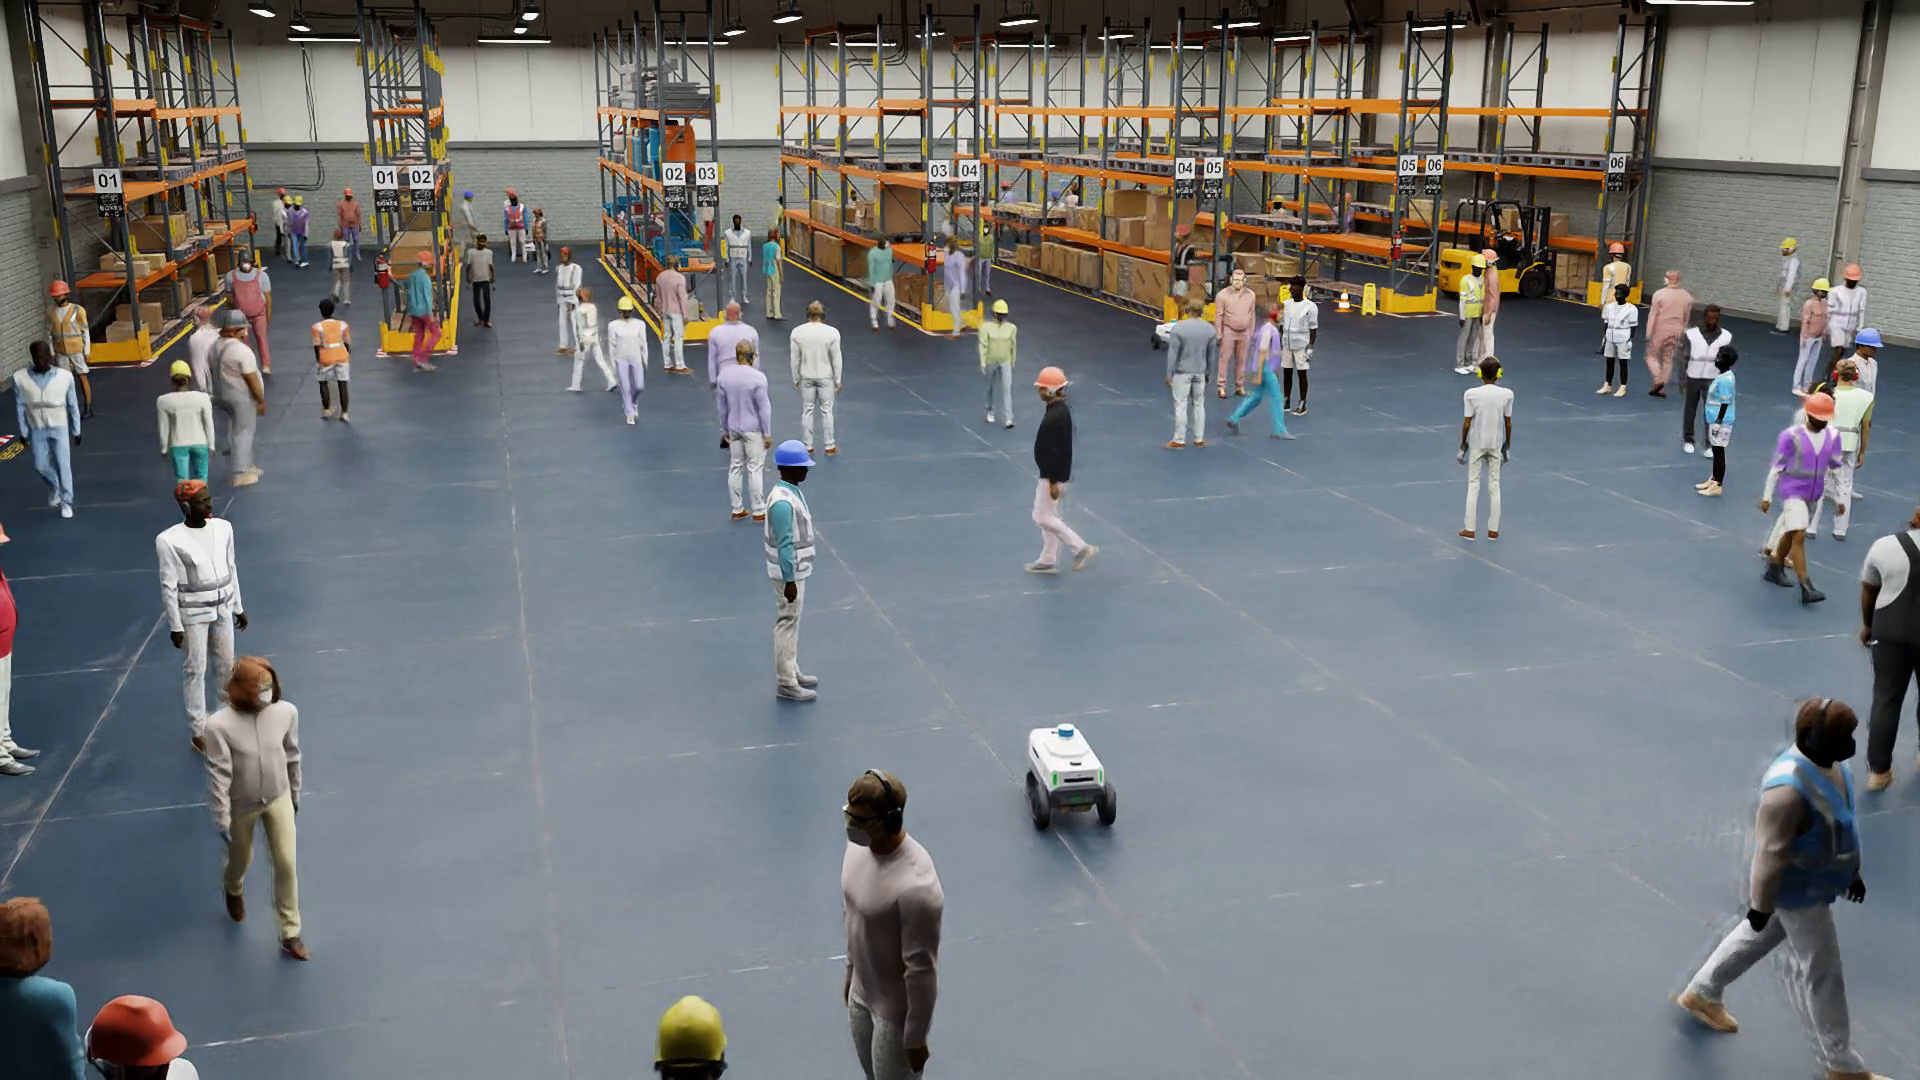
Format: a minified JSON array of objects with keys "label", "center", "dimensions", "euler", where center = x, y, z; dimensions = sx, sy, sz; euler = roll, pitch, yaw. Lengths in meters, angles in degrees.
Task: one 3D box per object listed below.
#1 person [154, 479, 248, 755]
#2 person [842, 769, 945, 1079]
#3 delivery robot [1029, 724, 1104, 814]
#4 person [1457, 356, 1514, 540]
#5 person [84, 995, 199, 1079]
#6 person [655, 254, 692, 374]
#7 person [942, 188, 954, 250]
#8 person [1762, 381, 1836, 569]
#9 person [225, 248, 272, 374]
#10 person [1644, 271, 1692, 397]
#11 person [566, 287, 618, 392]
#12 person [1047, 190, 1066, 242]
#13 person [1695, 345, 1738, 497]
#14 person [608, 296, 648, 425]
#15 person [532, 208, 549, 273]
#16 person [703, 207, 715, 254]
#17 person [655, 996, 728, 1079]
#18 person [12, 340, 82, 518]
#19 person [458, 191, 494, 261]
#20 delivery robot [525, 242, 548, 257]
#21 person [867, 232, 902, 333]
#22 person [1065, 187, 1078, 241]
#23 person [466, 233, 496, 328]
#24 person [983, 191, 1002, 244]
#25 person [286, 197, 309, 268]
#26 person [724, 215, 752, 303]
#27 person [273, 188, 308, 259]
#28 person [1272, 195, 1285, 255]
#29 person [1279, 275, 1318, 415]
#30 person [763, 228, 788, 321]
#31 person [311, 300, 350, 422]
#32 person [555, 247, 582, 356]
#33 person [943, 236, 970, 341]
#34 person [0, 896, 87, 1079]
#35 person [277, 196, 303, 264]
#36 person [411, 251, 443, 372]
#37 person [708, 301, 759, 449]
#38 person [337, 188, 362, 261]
[{"label":"person","center":[-5.124,0.511,11.312],"dimensions":[0.350,1.884,0.583],"euler":[8,17,27]},{"label":"person","center":[-0.272,1.783,6.448],"dimensions":[0.362,1.932,0.630],"euler":[-7,17,-26]},{"label":"delivery robot","center":[0.659,1.389,10.378],"dimensions":[0.477,0.478,0.707],"euler":[-2,15,-9]},{"label":"person","center":[5.277,-0.920,16.739],"dimensions":[0.521,1.865,0.327],"euler":[1,15,6]},{"label":"person","center":[-2.483,2.209,5.173],"dimensions":[0.325,1.752,0.559],"euler":[3,15,10]},{"label":"person","center":[-4.625,-3.645,26.859],"dimensions":[0.647,1.936,0.398],"euler":[10,18,34]},{"label":"person","center":[-0.257,-9.452,48.972],"dimensions":[0.536,1.809,0.658],"euler":[-7,17,-26]},{"label":"person","center":[7.940,-0.625,15.699],"dimensions":[0.400,1.826,0.634],"euler":[5,16,17]},{"label":"person","center":[-11.450,-3.688,26.813],"dimensions":[0.682,2.000,0.535],"euler":[-4,15,-14]},{"label":"person","center":[10.502,-3.054,24.746],"dimensions":[0.684,1.876,0.441],"euler":[-2,15,-9]},{"label":"person","center":[-5.588,-3.024,25.162],"dimensions":[0.842,1.603,0.533],"euler":[6,16,23]},{"label":"person","center":[2.615,-8.710,45.955],"dimensions":[0.621,1.924,0.831],"euler":[-3,15,-10]},{"label":"person","center":[8.495,-1.337,18.621],"dimensions":[0.318,1.700,0.535],"euler":[5,16,20]},{"label":"person","center":[-4.512,-2.446,22.672],"dimensions":[0.527,1.753,0.379],"euler":[-5,16,-18]},{"label":"person","center":[-10.717,-7.638,42.450],"dimensions":[0.511,1.640,0.308],"euler":[11,18,36]},{"label":"person","center":[-7.175,-9.195,47.665],"dimensions":[0.443,1.976,0.651],"euler":[1,15,2]},{"label":"person","center":[-0.797,2.227,5.110],"dimensions":[0.522,1.758,0.349],"euler":[0,15,0]},{"label":"person","center":[-9.664,-1.189,17.667],"dimensions":[0.605,1.901,0.478],"euler":[-6,16,-21]},{"label":"person","center":[-13.322,-8.566,45.432],"dimensions":[0.961,1.893,0.621],"euler":[0,15,-1]},{"label":"delivery robot","center":[-11.715,-8.038,45.850],"dimensions":[0.707,0.478,0.477],"euler":[8,17,29]},{"label":"person","center":[-1.411,-4.833,31.379],"dimensions":[0.656,1.901,0.885],"euler":[-14,20,-41]},{"label":"person","center":[3.385,-9.453,48.924],"dimensions":[0.621,1.834,0.430],"euler":[12,19,38]},{"label":"person","center":[-9.321,-5.034,32.280],"dimensions":[0.566,1.839,0.539],"euler":[-8,17,-27]},{"label":"person","center":[0.979,-9.759,50.471],"dimensions":[0.446,1.621,0.518],"euler":[12,19,39]},{"label":"person","center":[-17.440,-8.097,43.775],"dimensions":[0.653,1.850,0.981],"euler":[-1,15,-5]},{"label":"person","center":[-4.823,-6.106,36.148],"dimensions":[0.597,1.917,0.374],"euler":[-4,15,-15]},{"label":"person","center":[-18.629,-8.736,45.982],"dimensions":[1.026,1.941,0.650],"euler":[6,16,20]},{"label":"person","center":[8.223,-7.953,43.081],"dimensions":[0.364,1.927,0.587],"euler":[-1,15,-3]},{"label":"person","center":[4.719,-2.743,23.399],"dimensions":[0.361,1.964,0.613],"euler":[-14,20,-42]},{"label":"person","center":[-3.730,-5.303,33.257],"dimensions":[0.388,1.849,0.565],"euler":[-12,19,-39]},{"label":"person","center":[-8.677,-2.477,22.954],"dimensions":[0.537,1.675,0.641],"euler":[-11,18,-36]},{"label":"person","center":[-6.790,-4.136,28.821],"dimensions":[0.586,1.878,0.407],"euler":[8,17,26]},{"label":"person","center":[-0.070,-4.620,30.557],"dimensions":[0.511,1.916,0.661],"euler":[-9,17,-29]},{"label":"person","center":[-3.379,2.067,5.973],"dimensions":[0.508,1.612,0.433],"euler":[1,15,5]},{"label":"person","center":[-18.046,-8.348,44.783],"dimensions":[0.404,1.820,0.597],"euler":[8,17,29]},{"label":"person","center":[-8.699,-3.701,27.013],"dimensions":[0.513,1.956,0.720],"euler":[-13,20,-40]},{"label":"person","center":[-2.846,-2.062,20.990],"dimensions":[0.637,1.891,0.437],"euler":[-2,15,-7]},{"label":"person","center":[-16.657,-8.608,45.440],"dimensions":[0.612,1.986,0.406],"euler":[-9,17,-29]}]
